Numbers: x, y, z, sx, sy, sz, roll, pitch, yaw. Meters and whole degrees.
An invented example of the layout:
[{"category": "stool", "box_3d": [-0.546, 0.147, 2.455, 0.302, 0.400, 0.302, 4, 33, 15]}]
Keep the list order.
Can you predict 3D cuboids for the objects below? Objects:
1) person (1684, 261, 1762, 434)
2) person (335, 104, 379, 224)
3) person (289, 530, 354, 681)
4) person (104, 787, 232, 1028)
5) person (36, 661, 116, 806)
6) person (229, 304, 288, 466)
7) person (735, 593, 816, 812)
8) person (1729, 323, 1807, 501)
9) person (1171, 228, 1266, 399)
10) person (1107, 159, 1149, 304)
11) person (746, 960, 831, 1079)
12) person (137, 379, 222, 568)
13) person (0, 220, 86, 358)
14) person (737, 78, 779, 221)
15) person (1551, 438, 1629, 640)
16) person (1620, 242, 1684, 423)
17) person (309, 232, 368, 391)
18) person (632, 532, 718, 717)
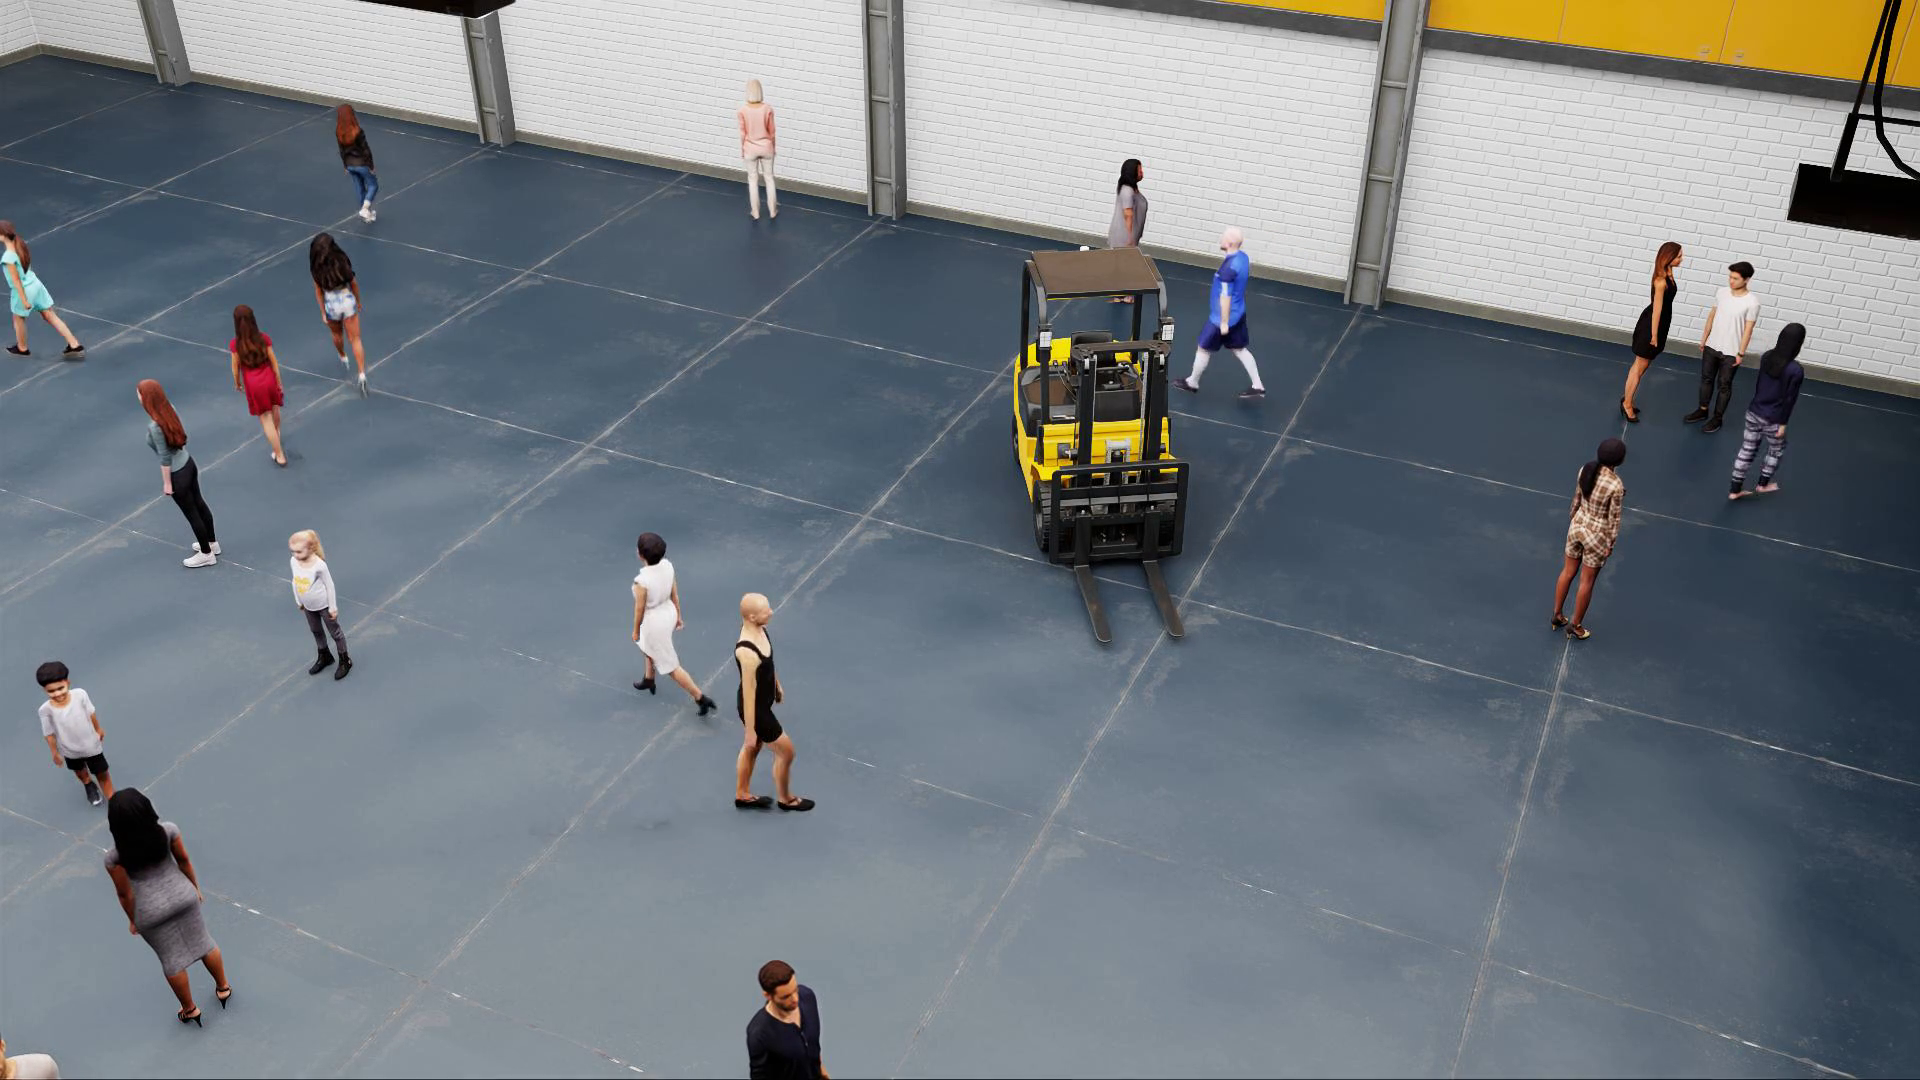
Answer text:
[{"category": "person", "box_3d": [7.321, -1.866, 15.877, 0.777, 1.715, 0.679, -18, 38, -25]}, {"category": "person", "box_3d": [-7.294, -4.517, 20.079, 0.634, 1.478, 0.704, 8, 34, 12]}, {"category": "person", "box_3d": [-4.917, 0.476, 12.747, 0.454, 1.279, 0.575, 10, 35, 15]}, {"category": "person", "box_3d": [-4.659, 2.157, 9.765, 0.653, 1.781, 0.649, -27, 42, -35]}, {"category": "person", "box_3d": [-6.125, 1.336, 11.495, 0.733, 1.233, 0.885, -22, 40, -30]}, {"category": "person", "box_3d": [-6.446, -1.401, 15.357, 0.838, 1.516, 1.049, -23, 40, -30]}, {"category": "person", "box_3d": [-1.466, 1.137, 11.287, 0.957, 1.795, 0.889, -2, 34, -3]}, {"category": "person", "box_3d": [7.101, -1.106, 14.730, 0.903, 1.719, 0.848, -14, 36, -21]}, {"category": "person", "box_3d": [2.687, -2.158, 16.238, 1.194, 1.801, 0.726, 17, 37, 23]}, {"category": "person", "box_3d": [1.822, -3.429, 18.324, 0.800, 1.610, 0.756, -3, 34, -5]}, {"category": "person", "box_3d": [-0.895, 2.854, 8.646, 0.581, 1.860, 0.671, 21, 39, 29]}, {"category": "person", "box_3d": [-6.527, -0.559, 13.887, 0.656, 1.742, 0.657, 0, 34, -1]}, {"category": "person", "box_3d": [-9.488, -2.541, 17.067, 1.126, 1.522, 0.753, 5, 34, 7]}, {"category": "person", "box_3d": [-2.451, -4.758, 20.219, 0.651, 1.724, 0.742, -7, 34, -10]}, {"category": "person", "box_3d": [4.922, -0.011, 13.015, 0.740, 1.793, 0.657, -17, 37, -23]}, {"category": "person", "box_3d": [6.636, -1.999, 15.969, 0.507, 1.835, 0.567, 14, 36, 20]}, {"category": "person", "box_3d": [-6.132, -2.232, 16.548, 1.000, 1.581, 1.103, -14, 36, -20]}, {"category": "person", "box_3d": [-2.155, 0.666, 12.248, 1.020, 1.515, 0.527, 14, 36, 20]}]
